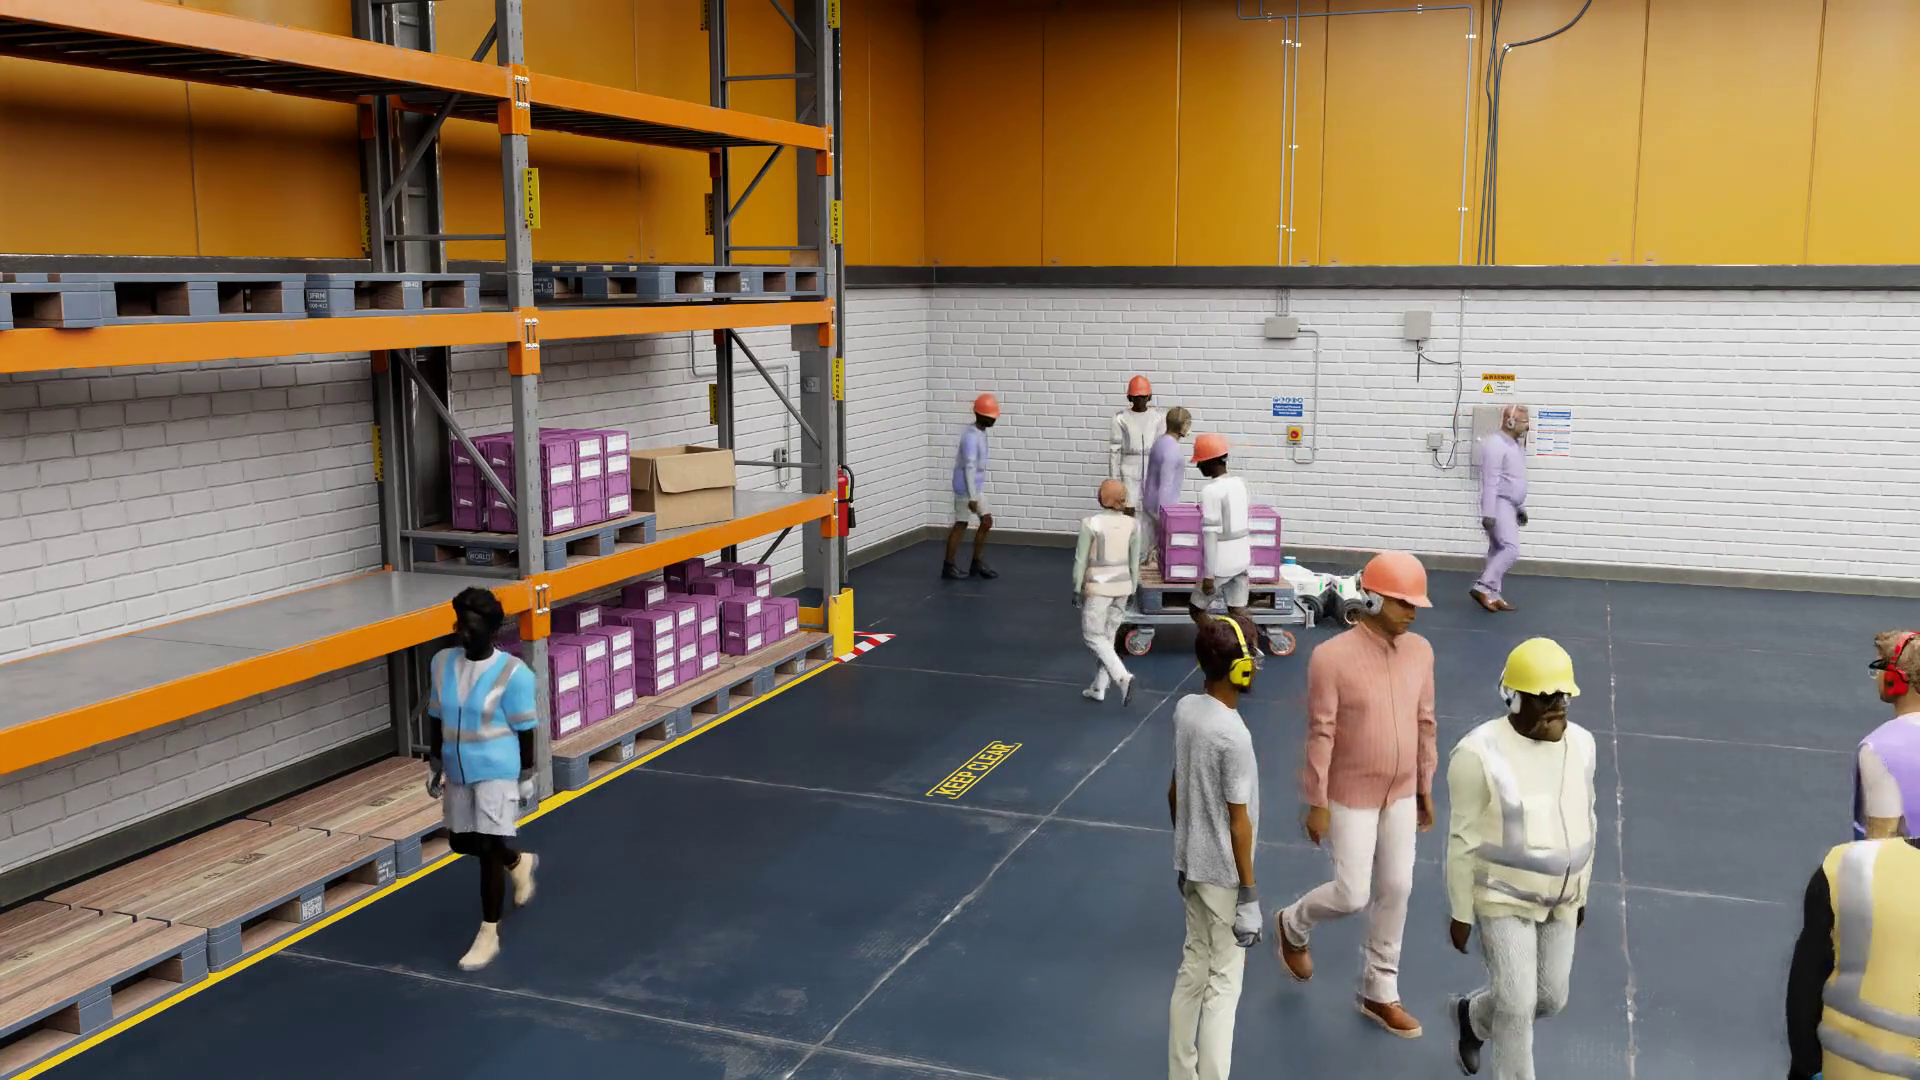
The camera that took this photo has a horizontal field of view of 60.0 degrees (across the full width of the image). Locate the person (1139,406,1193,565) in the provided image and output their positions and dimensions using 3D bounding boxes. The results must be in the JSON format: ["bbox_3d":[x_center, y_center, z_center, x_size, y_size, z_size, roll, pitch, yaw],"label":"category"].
[{"bbox_3d":[1.772,-0.273,14.984,1.019,1.886,0.650,-2,9,-10],"label":"person"}]

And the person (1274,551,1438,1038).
[{"bbox_3d":[1.620,0.993,6.752,0.624,1.962,0.625,-4,10,-26],"label":"person"}]

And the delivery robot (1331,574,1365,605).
[{"bbox_3d":[3.587,0.432,14.363,0.707,0.478,0.477,0,9,1],"label":"delivery robot"}]

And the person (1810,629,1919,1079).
[{"bbox_3d":[3.229,1.203,5.856,0.576,1.820,0.728,-4,10,-22],"label":"person"}]

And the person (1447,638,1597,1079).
[{"bbox_3d":[1.943,1.210,5.840,0.600,1.811,0.710,-3,10,-20],"label":"person"}]

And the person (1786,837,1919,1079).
[{"bbox_3d":[2.528,1.456,4.296,0.757,1.816,0.484,7,12,38],"label":"person"}]

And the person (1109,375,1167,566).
[{"bbox_3d":[1.831,-0.669,16.960,0.613,2.030,0.404,-1,9,-6],"label":"person"}]

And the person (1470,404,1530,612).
[{"bbox_3d":[4.902,-0.277,14.944,0.420,1.887,0.648,5,11,31],"label":"person"}]

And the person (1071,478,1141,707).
[{"bbox_3d":[1.069,0.379,11.643,0.530,1.615,0.614,-5,10,-30],"label":"person"}]

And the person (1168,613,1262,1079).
[{"bbox_3d":[0.916,1.179,5.847,0.314,1.869,0.535,-3,10,-18],"label":"person"}]

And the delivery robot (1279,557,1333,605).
[{"bbox_3d":[2.896,0.389,14.628,0.707,0.478,0.477,5,10,28],"label":"delivery robot"}]

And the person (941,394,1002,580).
[{"bbox_3d":[0.109,-0.508,16.432,0.683,1.871,0.581,3,9,17],"label":"person"}]

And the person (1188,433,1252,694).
[{"bbox_3d":[1.905,0.176,12.031,0.497,1.902,0.644,8,12,40],"label":"person"}]

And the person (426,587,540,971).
[{"bbox_3d":[-2.099,1.013,7.470,0.539,1.677,0.665,4,10,23],"label":"person"}]
